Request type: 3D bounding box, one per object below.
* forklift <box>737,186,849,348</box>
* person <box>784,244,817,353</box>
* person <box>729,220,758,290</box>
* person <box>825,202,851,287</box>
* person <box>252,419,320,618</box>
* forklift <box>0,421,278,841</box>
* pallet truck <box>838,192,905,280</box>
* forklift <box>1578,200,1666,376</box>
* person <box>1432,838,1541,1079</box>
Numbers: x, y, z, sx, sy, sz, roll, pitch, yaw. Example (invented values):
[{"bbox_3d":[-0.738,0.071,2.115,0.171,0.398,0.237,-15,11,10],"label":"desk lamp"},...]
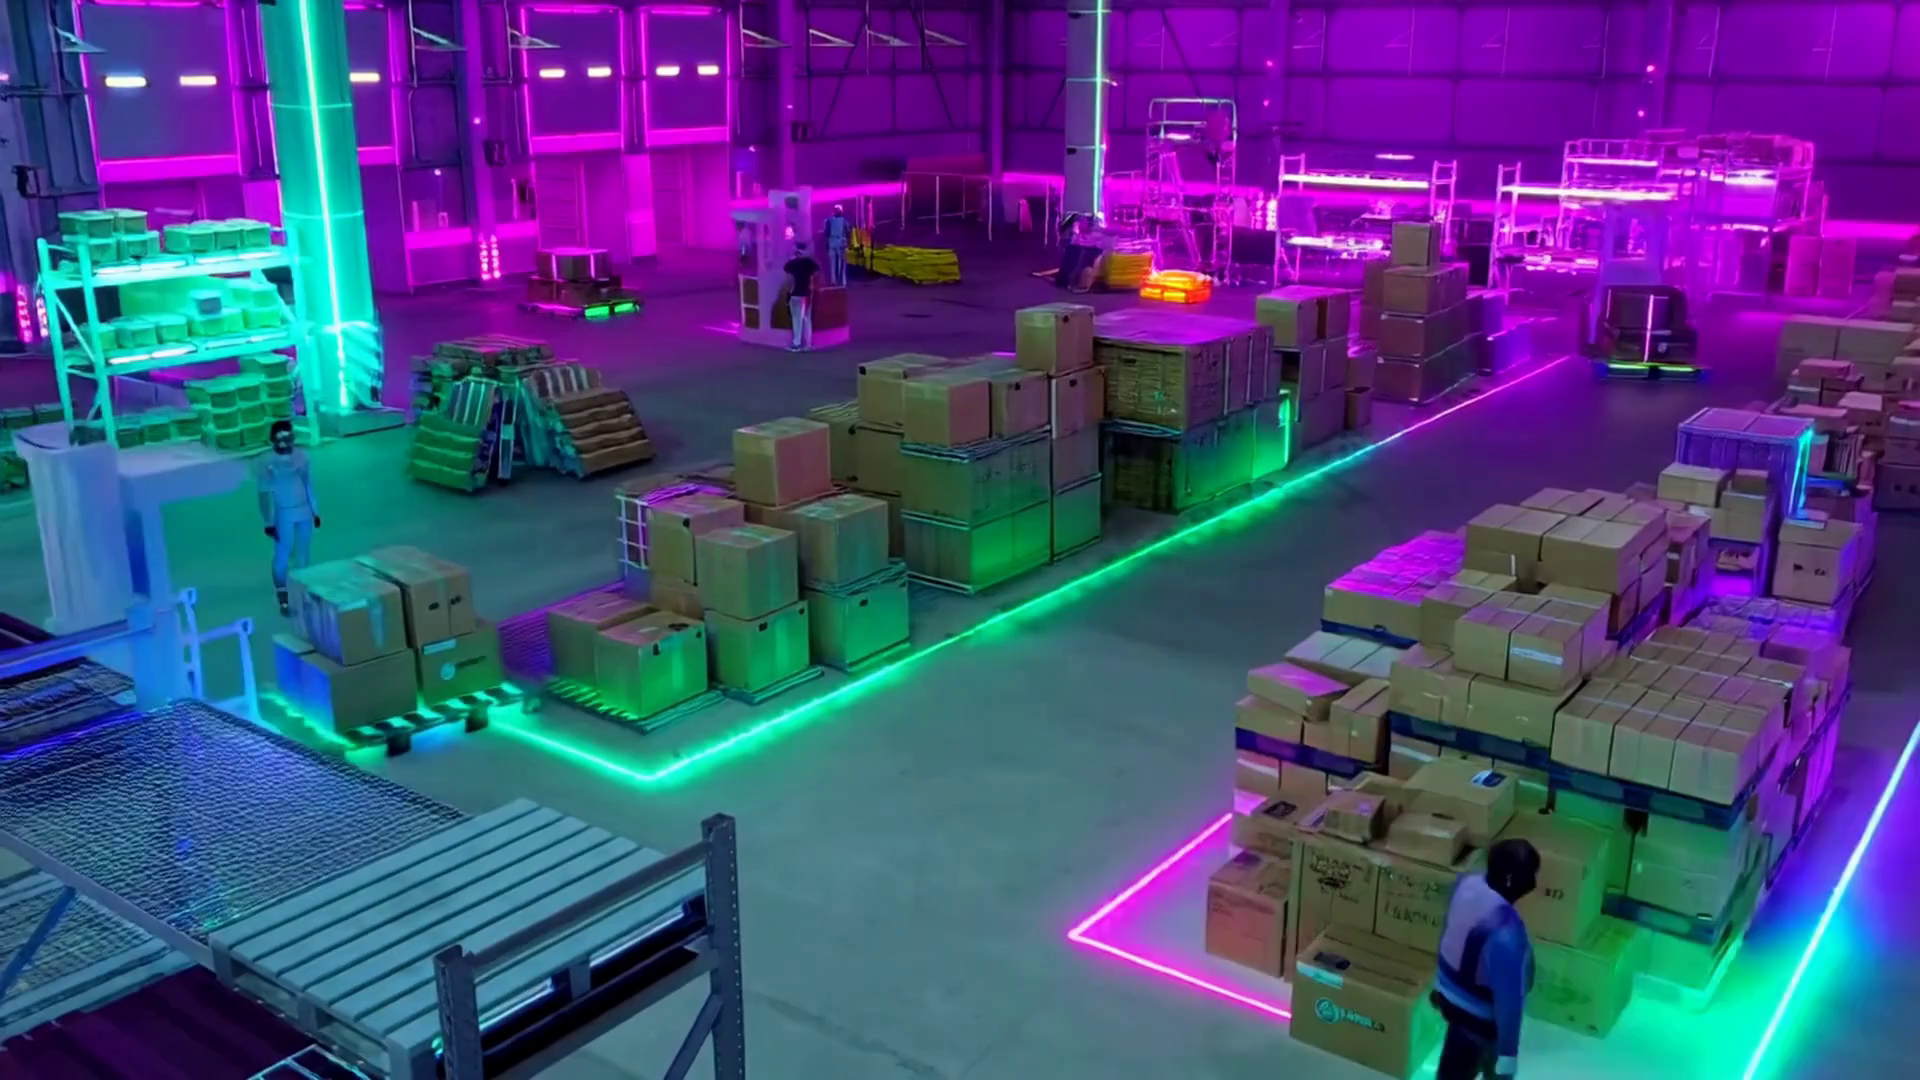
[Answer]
[{"bbox_3d":[-3.066,-5.040,30.462,1.873,2.768,1.129,12,21,35],"label":"forklift"},{"bbox_3d":[-2.840,-4.310,29.670,0.636,1.931,0.376,-9,19,-27],"label":"person"},{"bbox_3d":[-4.732,-6.391,37.004,0.787,1.671,0.536,-5,17,-16],"label":"person"},{"bbox_3d":[-2.724,-6.605,37.295,0.581,1.919,0.403,0,17,0],"label":"person"},{"bbox_3d":[-6.481,-0.221,16.111,0.372,1.940,0.632,9,19,26],"label":"person"},{"bbox_3d":[-6.152,0.598,11.794,1.129,2.768,1.873,16,23,42],"label":"forklift"},{"bbox_3d":[-1.936,-7.159,38.982,1.885,1.965,0.823,-12,21,-34],"label":"pallet truck"},{"bbox_3d":[11.205,-4.296,27.999,1.129,2.768,1.873,3,17,11],"label":"forklift"},{"bbox_3d":[2.618,2.285,8.085,1.013,1.775,0.668,0,17,-1],"label":"person"}]
